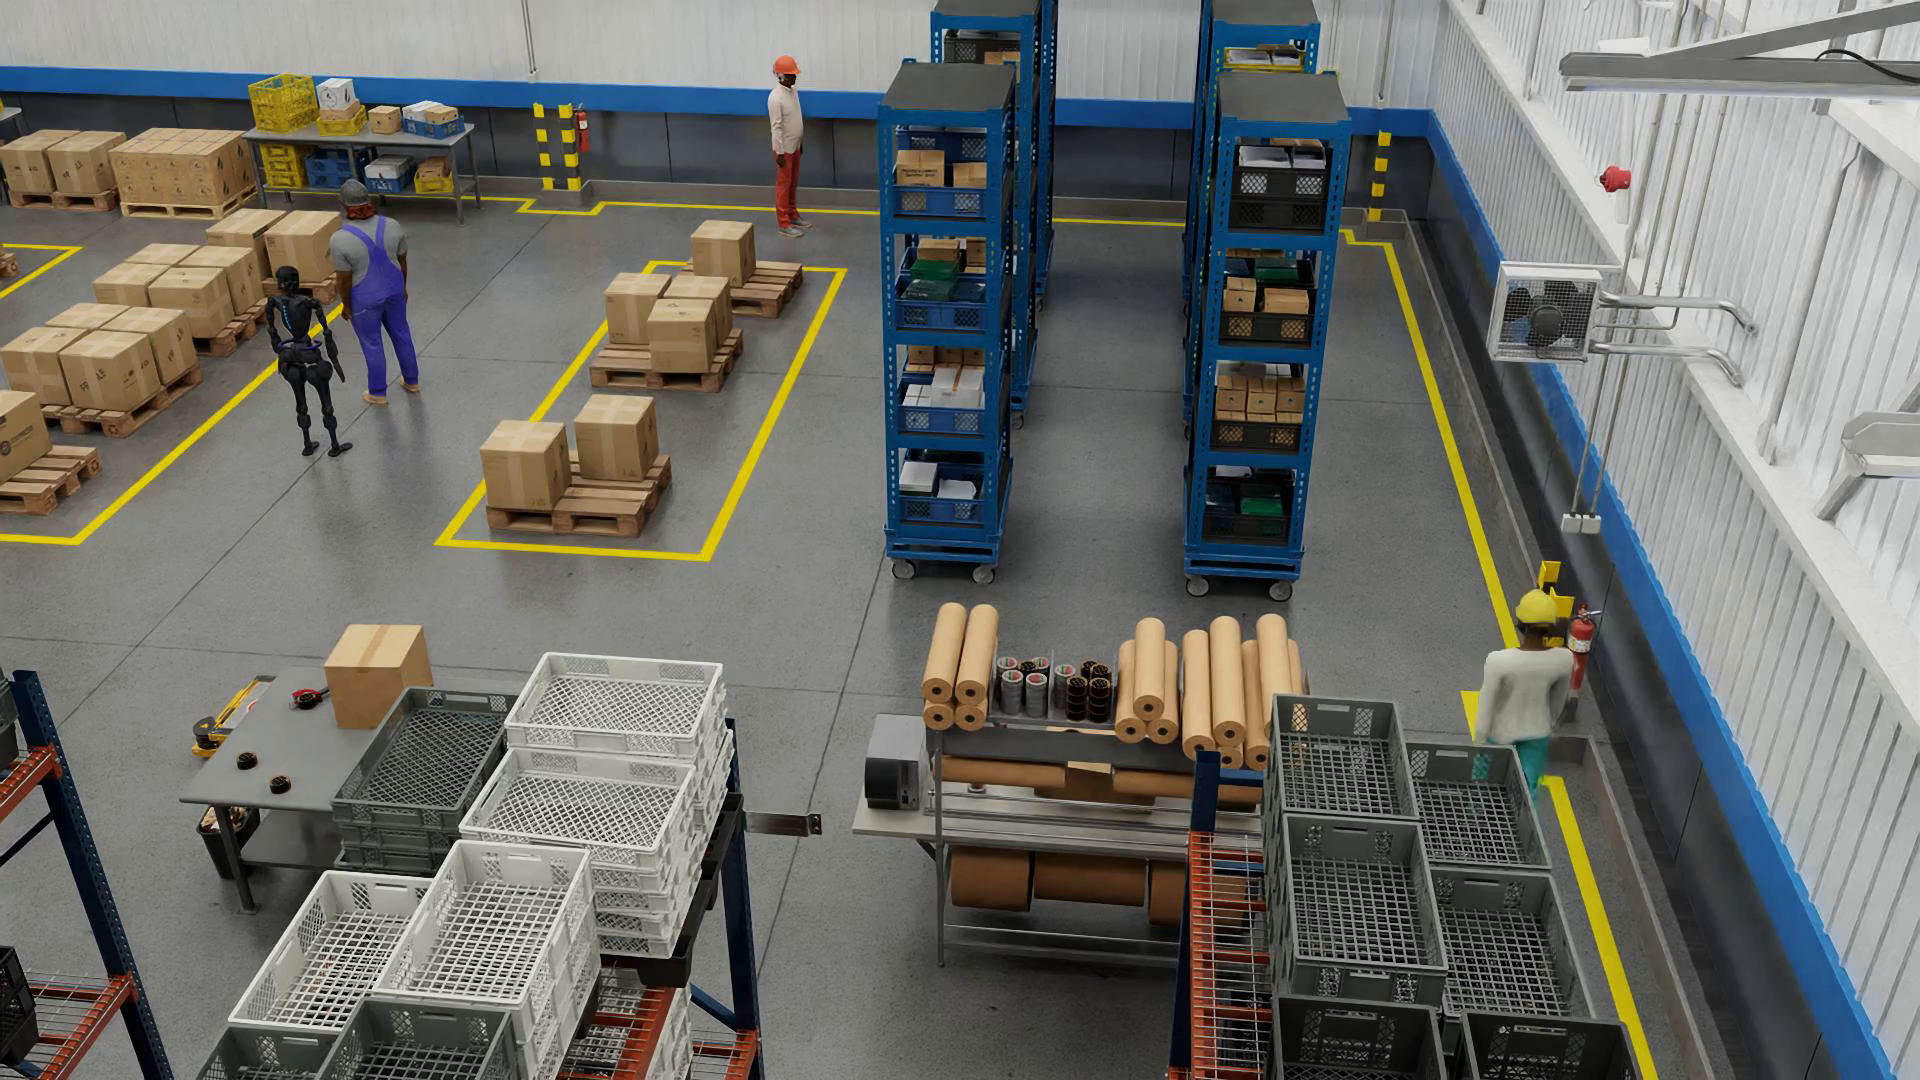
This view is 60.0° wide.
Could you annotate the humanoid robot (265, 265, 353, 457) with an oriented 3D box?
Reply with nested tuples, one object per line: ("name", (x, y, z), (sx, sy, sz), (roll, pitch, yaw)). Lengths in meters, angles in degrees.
("humanoid robot", (-5.445, -1.498, 13.835), (0.601, 1.654, 0.324), (5, 31, 8))

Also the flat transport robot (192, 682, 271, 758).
("flat transport robot", (-4.089, 1.163, 10.648), (1.431, 0.197, 0.652), (3, 30, 6))

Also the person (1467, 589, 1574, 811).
("person", (3.155, 1.034, 9.453), (0.546, 1.711, 0.918), (-1, 30, -2))

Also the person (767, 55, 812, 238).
("person", (-1.906, -4.384, 18.489), (0.378, 1.993, 0.619), (8, 31, 14))

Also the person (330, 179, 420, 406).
("person", (-5.205, -2.195, 14.685), (0.537, 2.000, 0.677), (25, 38, 36))
